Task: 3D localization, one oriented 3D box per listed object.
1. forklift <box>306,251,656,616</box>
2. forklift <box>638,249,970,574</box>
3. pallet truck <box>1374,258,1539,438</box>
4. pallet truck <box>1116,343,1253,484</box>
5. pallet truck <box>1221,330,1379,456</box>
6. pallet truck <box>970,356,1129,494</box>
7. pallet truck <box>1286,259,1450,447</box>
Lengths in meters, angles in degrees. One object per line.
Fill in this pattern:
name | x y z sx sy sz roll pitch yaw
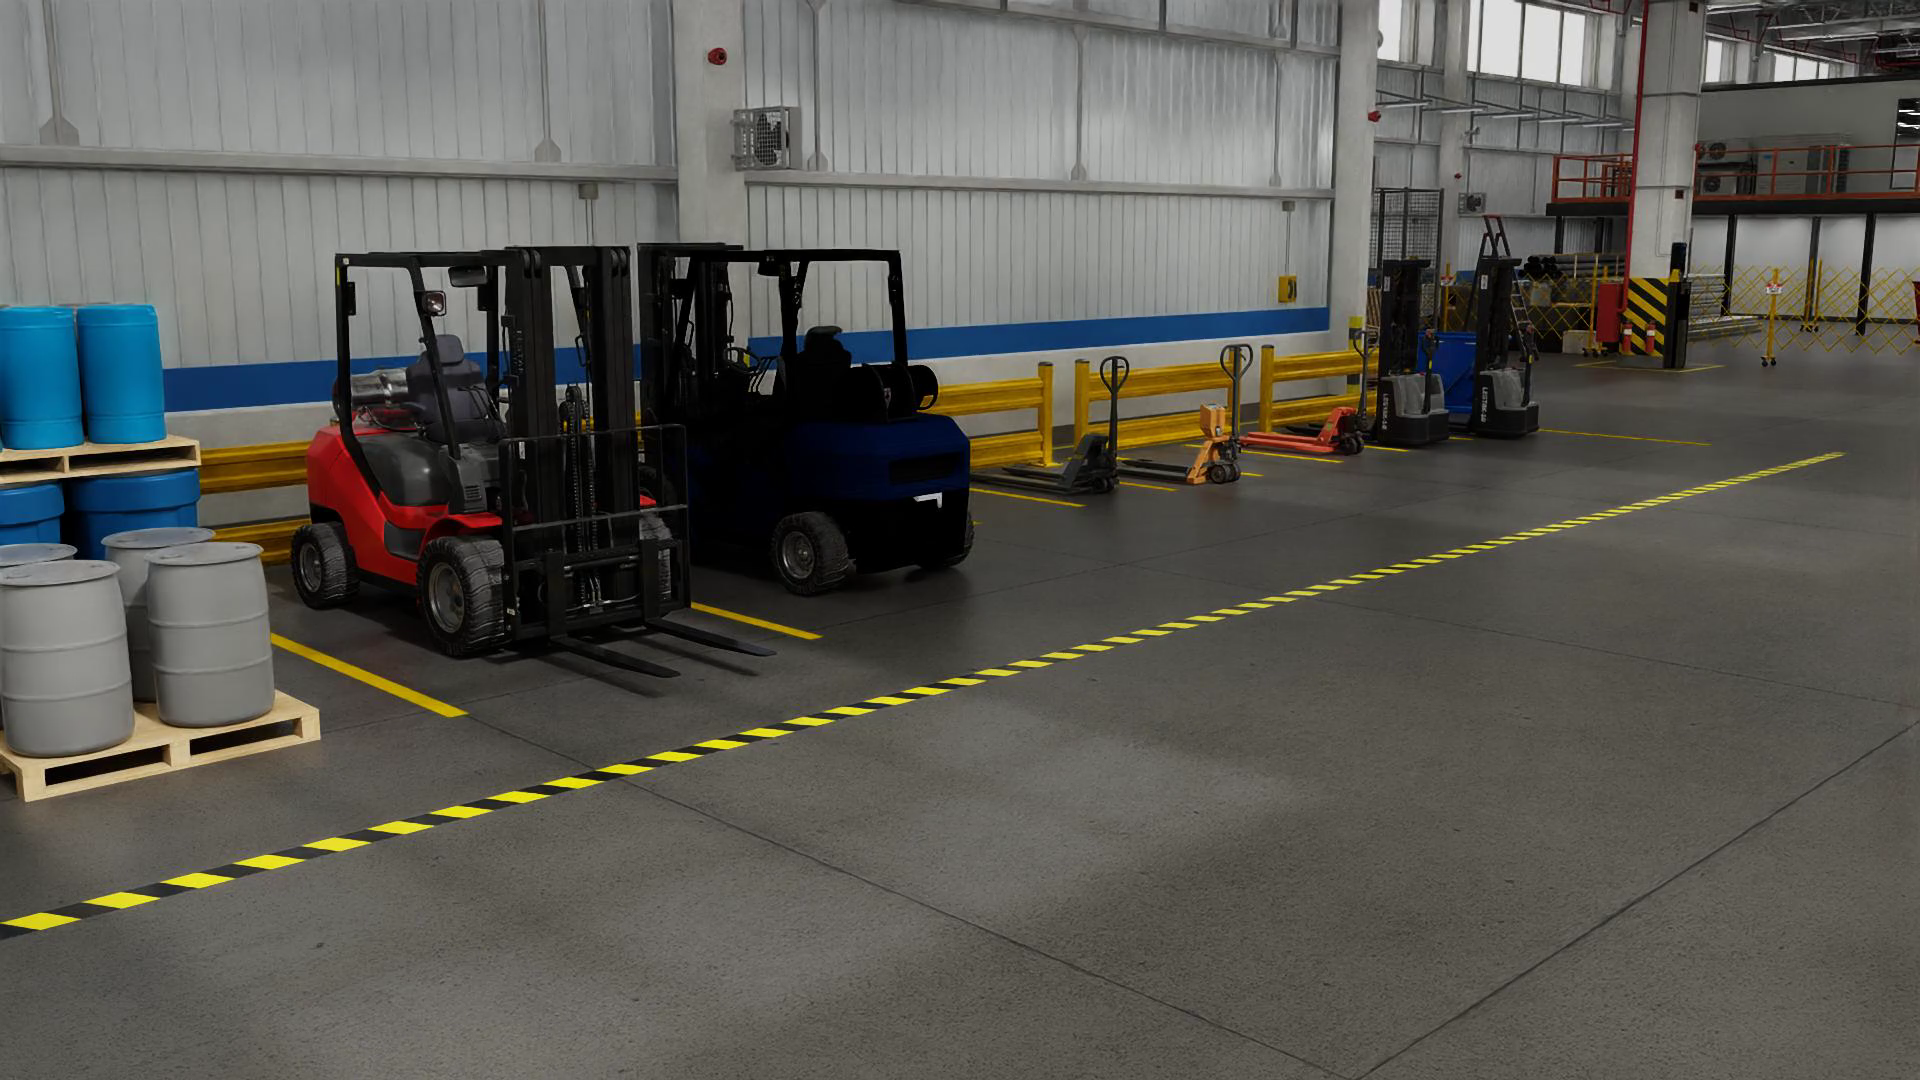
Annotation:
forklift | -2.833 -0.669 9.694 1.157 1.987 2.680 -10 14 -44
forklift | -1.173 -0.958 11.239 2.680 1.987 1.157 10 14 43
pallet truck | 5.704 -2.208 18.901 1.885 1.965 0.823 10 14 43
pallet truck | 1.962 -1.215 15.415 1.522 1.261 0.704 10 14 43
pallet truck | 3.563 -1.581 17.381 0.653 1.274 1.630 -10 14 -44
pallet truck | 0.784 -1.085 14.876 0.680 1.201 1.601 -10 14 -44
pallet truck | 4.493 -2.078 18.196 0.823 1.965 1.885 -9 14 -40
